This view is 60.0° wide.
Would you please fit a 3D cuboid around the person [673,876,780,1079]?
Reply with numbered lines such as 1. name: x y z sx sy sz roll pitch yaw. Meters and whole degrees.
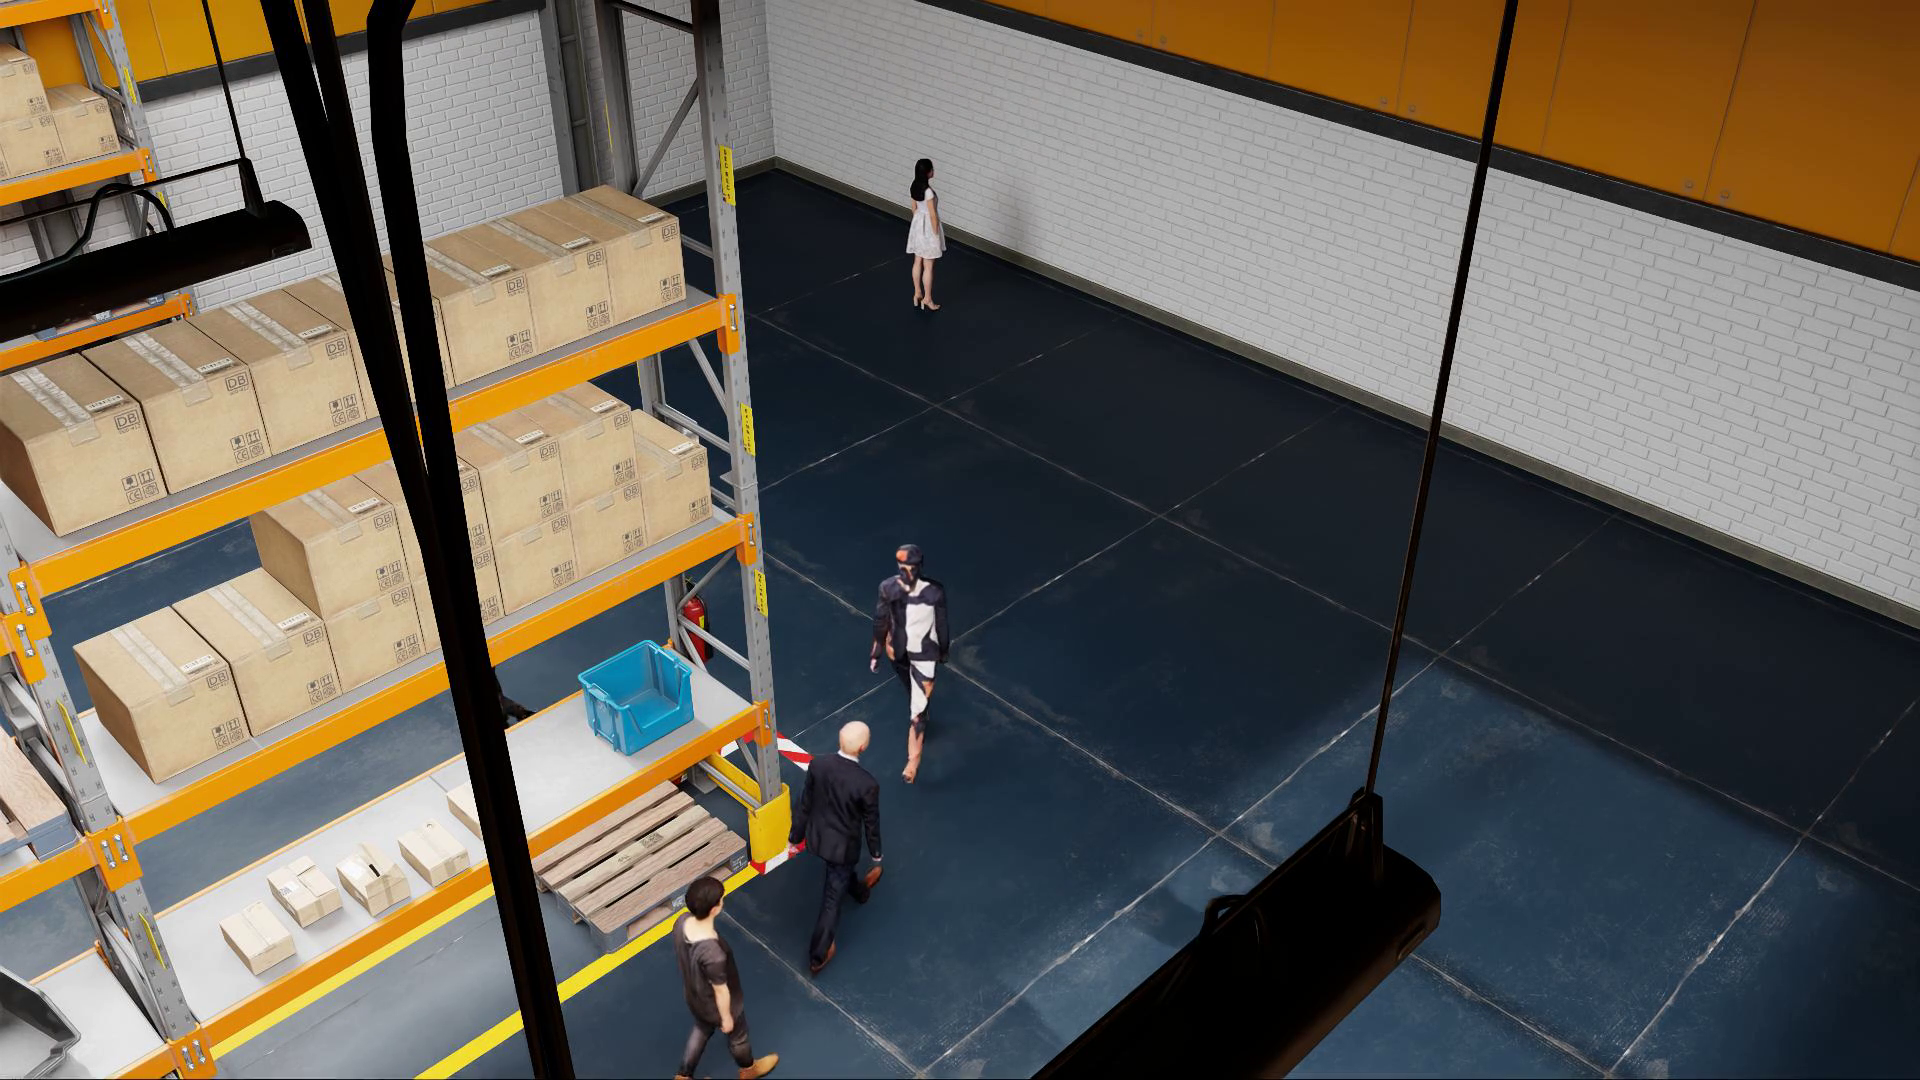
1. person: -1.501 2.652 9.684 0.932 1.697 0.680 -26 41 -33

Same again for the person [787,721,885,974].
1. person: -0.846 2.000 10.632 0.895 1.733 1.249 17 37 24

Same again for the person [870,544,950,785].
1. person: -0.330 0.789 12.357 1.088 1.840 1.296 8 34 12

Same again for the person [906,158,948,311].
1. person: -0.390 -3.460 18.810 0.689 1.774 0.695 -21 39 -28
